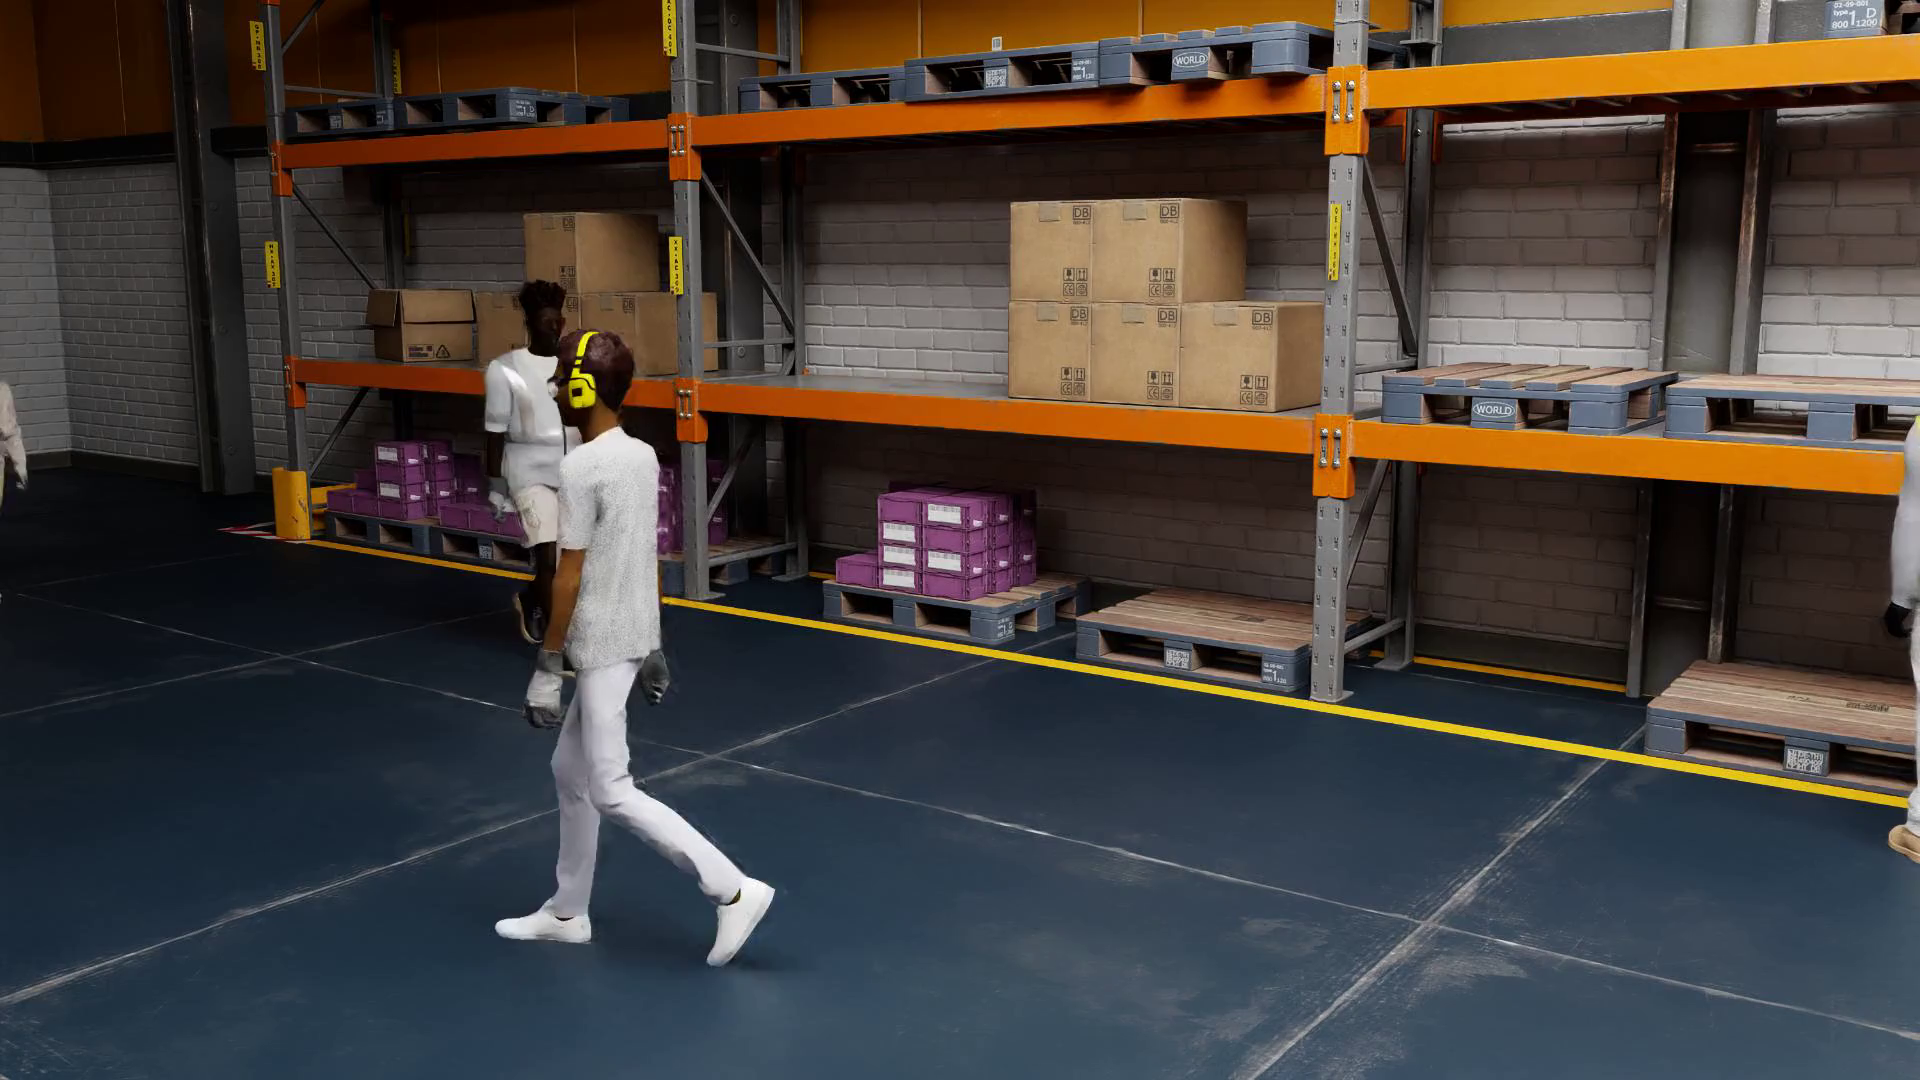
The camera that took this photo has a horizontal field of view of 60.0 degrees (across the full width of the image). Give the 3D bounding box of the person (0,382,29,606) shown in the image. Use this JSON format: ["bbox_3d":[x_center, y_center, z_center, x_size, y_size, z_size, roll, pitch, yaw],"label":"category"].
[{"bbox_3d":[-5.731,-0.394,9.717,0.782,1.591,0.521,8,13,41],"label":"person"}]

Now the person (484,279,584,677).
[{"bbox_3d":[-2.092,-0.333,8.319,0.617,1.941,0.867,-8,13,-40],"label":"person"}]

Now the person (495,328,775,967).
[{"bbox_3d":[-0.961,0.322,4.741,0.834,1.842,0.518,1,10,7],"label":"person"}]

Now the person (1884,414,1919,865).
[{"bbox_3d":[3.411,0.185,5.528,0.633,1.841,0.429,2,10,10],"label":"person"}]
